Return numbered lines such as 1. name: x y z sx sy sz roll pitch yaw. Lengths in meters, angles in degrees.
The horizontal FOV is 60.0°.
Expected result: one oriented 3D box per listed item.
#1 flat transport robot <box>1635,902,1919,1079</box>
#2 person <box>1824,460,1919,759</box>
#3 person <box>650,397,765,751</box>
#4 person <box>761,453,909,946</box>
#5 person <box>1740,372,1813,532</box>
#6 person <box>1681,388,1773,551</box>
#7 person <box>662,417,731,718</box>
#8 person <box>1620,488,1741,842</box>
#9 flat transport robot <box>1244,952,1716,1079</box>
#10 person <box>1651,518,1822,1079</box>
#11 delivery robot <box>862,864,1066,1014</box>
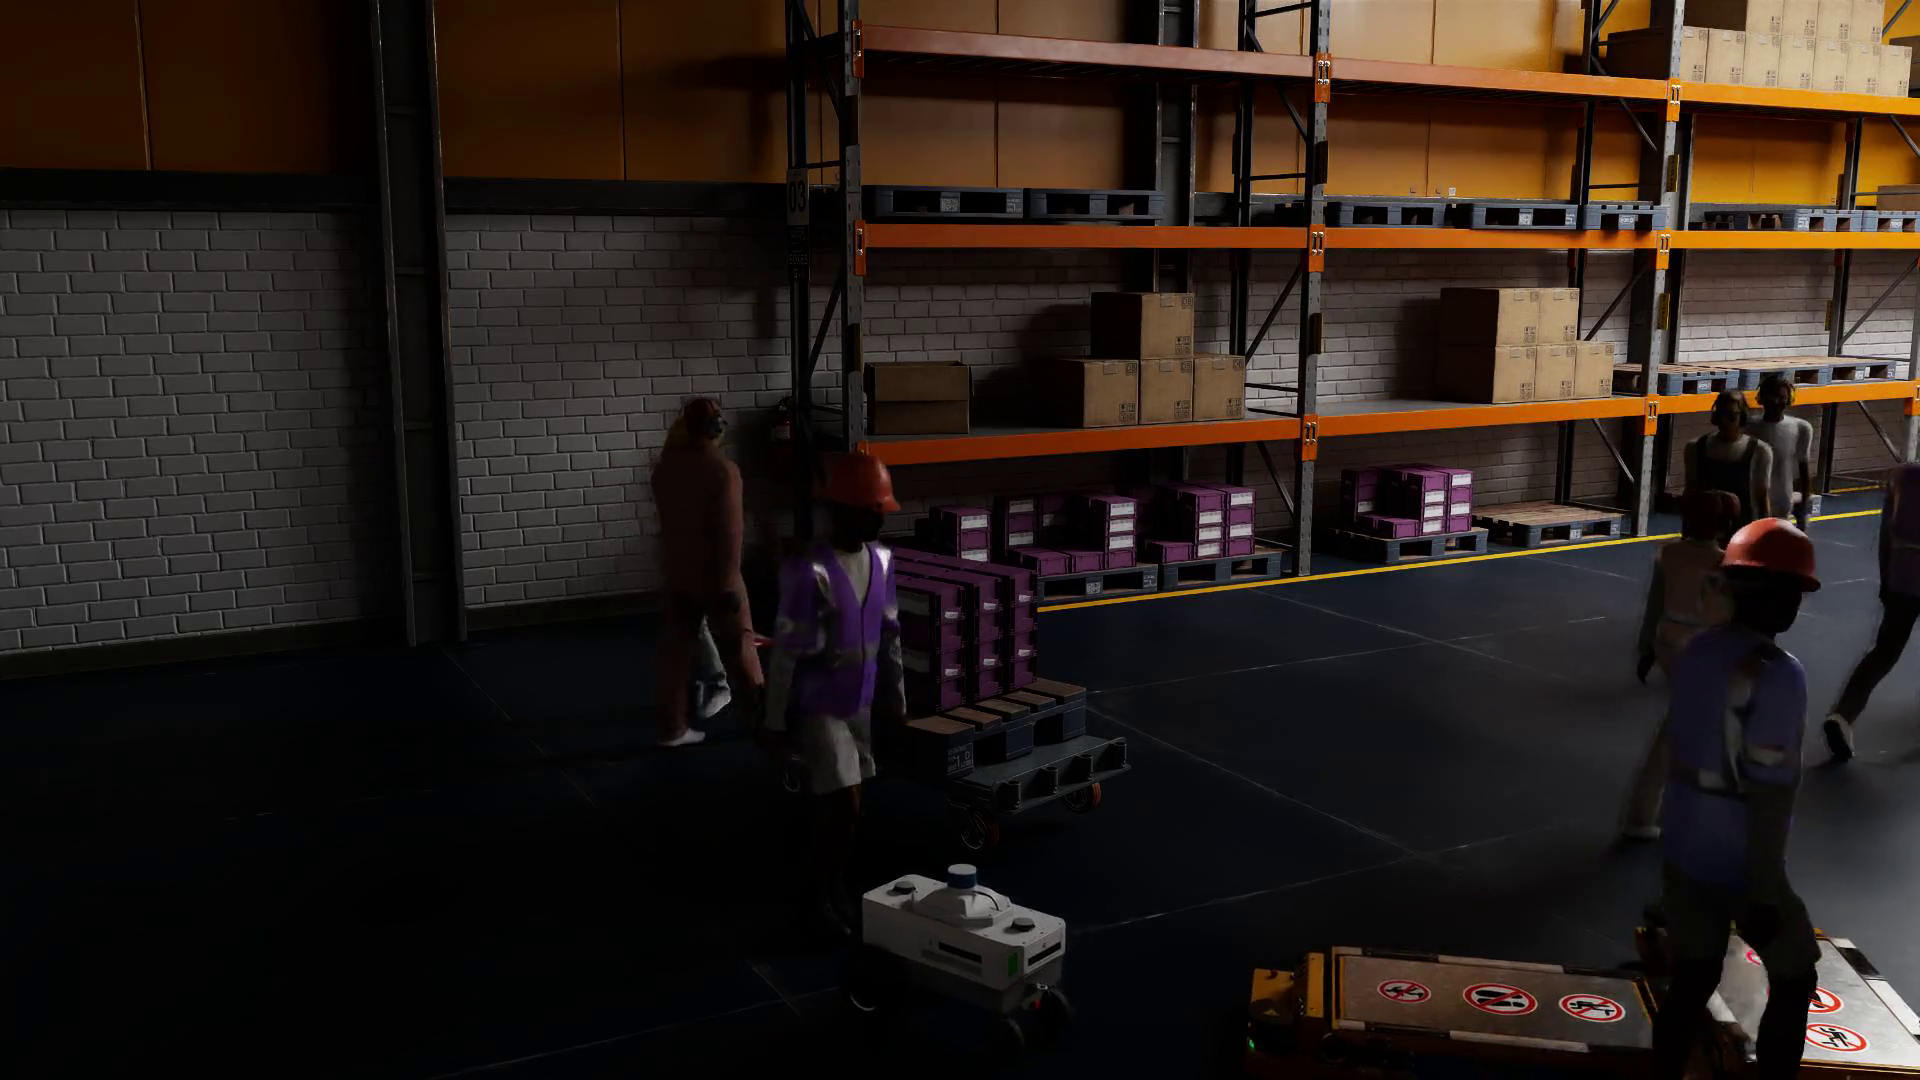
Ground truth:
1. flat transport robot: 2.748 1.568 5.509 0.652 0.197 1.431 2 10 9
2. person: 4.954 0.225 8.615 0.953 1.884 0.614 -5 11 -26
3. person: -1.292 0.166 8.956 0.664 1.868 0.866 8 12 38
4. person: -0.454 0.619 6.260 0.512 1.908 0.622 8 13 40
5. person: 5.583 -0.251 11.490 0.503 1.844 0.805 5 11 25
6. person: 4.740 -0.040 10.313 0.511 1.825 0.775 7 12 34
7. person: -1.536 0.151 9.489 0.306 1.723 0.594 -4 11 -22
8. person: 3.350 0.560 7.483 0.878 1.588 0.537 -3 10 -19
9. flat transport robot: 1.670 1.582 5.426 1.431 0.197 0.652 2 10 12
10. person: 2.249 0.894 4.733 0.705 1.892 0.598 -2 10 -9
11. delivery robot: 0.009 1.350 5.676 0.707 0.478 0.477 8 13 38
